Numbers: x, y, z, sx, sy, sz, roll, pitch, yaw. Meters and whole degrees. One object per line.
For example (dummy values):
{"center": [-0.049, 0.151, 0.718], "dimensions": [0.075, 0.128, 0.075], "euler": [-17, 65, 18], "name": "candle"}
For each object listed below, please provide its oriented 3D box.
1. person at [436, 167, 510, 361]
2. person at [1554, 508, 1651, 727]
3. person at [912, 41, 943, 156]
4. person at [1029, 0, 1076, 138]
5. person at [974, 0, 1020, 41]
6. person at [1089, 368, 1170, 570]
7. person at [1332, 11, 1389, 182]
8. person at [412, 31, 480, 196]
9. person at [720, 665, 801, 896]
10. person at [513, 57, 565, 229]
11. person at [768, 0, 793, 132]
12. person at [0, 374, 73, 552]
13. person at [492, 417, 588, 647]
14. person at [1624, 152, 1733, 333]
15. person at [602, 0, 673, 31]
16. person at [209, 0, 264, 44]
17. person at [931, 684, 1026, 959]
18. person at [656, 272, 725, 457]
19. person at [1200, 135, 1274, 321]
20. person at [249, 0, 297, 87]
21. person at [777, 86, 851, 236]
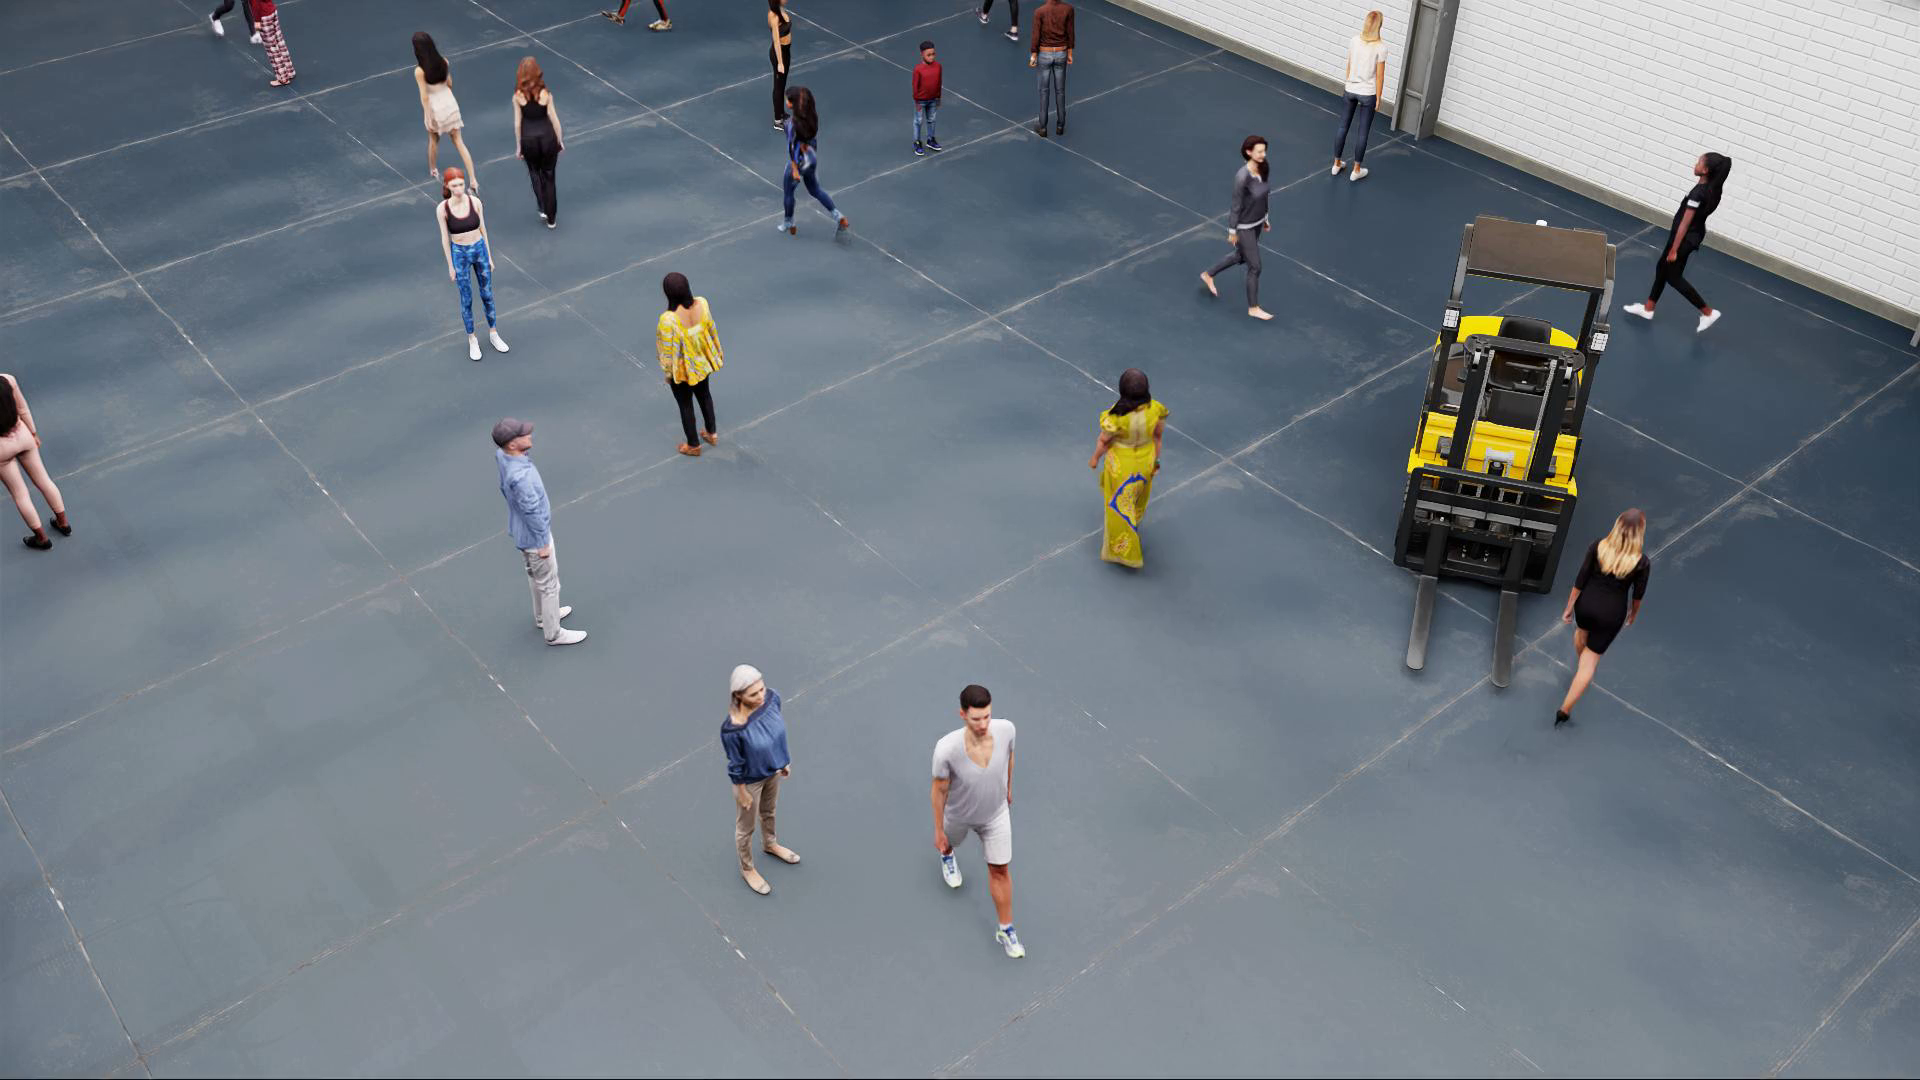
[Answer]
{"center": [-4.326, -2.452, 14.695], "dimensions": [0.597, 1.786, 0.625], "euler": [-21, 43, -25], "name": "person"}
{"center": [4.205, 0.557, 11.048], "dimensions": [1.046, 1.625, 0.810], "euler": [24, 44, 27], "name": "person"}
{"center": [-0.372, -4.825, 18.088], "dimensions": [0.538, 1.250, 0.543], "euler": [-18, 42, -21], "name": "person"}
{"center": [1.018, -5.312, 18.271], "dimensions": [0.724, 1.781, 0.696], "euler": [-8, 39, -9], "name": "person"}
{"center": [0.587, -6.992, 20.481], "dimensions": [0.736, 1.660, 1.136], "euler": [-20, 43, -23], "name": "person"}
{"center": [1.296, -0.496, 12.369], "dimensions": [0.931, 1.632, 1.249], "euler": [-17, 42, -20], "name": "person"}
{"center": [4.195, -4.663, 17.436], "dimensions": [0.502, 1.810, 0.682], "euler": [26, 45, 28], "name": "person"}
{"center": [-5.258, -4.351, 17.146], "dimensions": [0.581, 1.685, 0.976], "euler": [-31, 48, -33], "name": "person"}
{"center": [-1.222, 1.394, 9.949], "dimensions": [0.658, 1.698, 0.675], "euler": [22, 44, 25], "name": "person"}
{"center": [-4.193, -3.911, 16.558], "dimensions": [0.775, 1.730, 0.830], "euler": [-8, 39, -10], "name": "person"}
{"center": [-2.000, -5.391, 18.482], "dimensions": [0.690, 1.641, 0.630], "euler": [3, 39, 4], "name": "person"}
{"center": [-7.150, -0.687, 12.529], "dimensions": [0.650, 1.720, 0.689], "euler": [19, 42, 22], "name": "person"}
{"center": [-2.988, -0.070, 11.621], "dimensions": [0.750, 1.888, 0.564], "euler": [-20, 43, -23], "name": "person"}
{"center": [6.614, -2.655, 15.005], "dimensions": [1.134, 1.705, 0.797], "euler": [25, 45, 27], "name": "person"}
{"center": [-3.878, -7.179, 20.615], "dimensions": [1.124, 1.774, 1.143], "euler": [-2, 39, -3], "name": "person"}
{"center": [-9.020, -6.965, 20.336], "dimensions": [1.151, 1.788, 0.896], "euler": [19, 42, 22], "name": "person"}
{"center": [0.039, 1.499, 9.730], "dimensions": [0.981, 1.798, 1.332], "euler": [-14, 41, -17], "name": "person"}
{"center": [-2.206, -1.425, 13.507], "dimensions": [0.814, 1.653, 0.777], "euler": [26, 45, 29], "name": "person"}
{"center": [2.570, -2.918, 15.309], "dimensions": [1.144, 1.737, 0.810], "euler": [22, 44, 25], "name": "person"}
{"center": [-8.112, -6.162, 19.401], "dimensions": [0.735, 1.700, 0.653], "euler": [0, 39, 0], "name": "person"}
{"center": [-1.479, -3.691, 16.395], "dimensions": [1.124, 1.589, 0.906], "euler": [17, 42, 20], "name": "person"}
